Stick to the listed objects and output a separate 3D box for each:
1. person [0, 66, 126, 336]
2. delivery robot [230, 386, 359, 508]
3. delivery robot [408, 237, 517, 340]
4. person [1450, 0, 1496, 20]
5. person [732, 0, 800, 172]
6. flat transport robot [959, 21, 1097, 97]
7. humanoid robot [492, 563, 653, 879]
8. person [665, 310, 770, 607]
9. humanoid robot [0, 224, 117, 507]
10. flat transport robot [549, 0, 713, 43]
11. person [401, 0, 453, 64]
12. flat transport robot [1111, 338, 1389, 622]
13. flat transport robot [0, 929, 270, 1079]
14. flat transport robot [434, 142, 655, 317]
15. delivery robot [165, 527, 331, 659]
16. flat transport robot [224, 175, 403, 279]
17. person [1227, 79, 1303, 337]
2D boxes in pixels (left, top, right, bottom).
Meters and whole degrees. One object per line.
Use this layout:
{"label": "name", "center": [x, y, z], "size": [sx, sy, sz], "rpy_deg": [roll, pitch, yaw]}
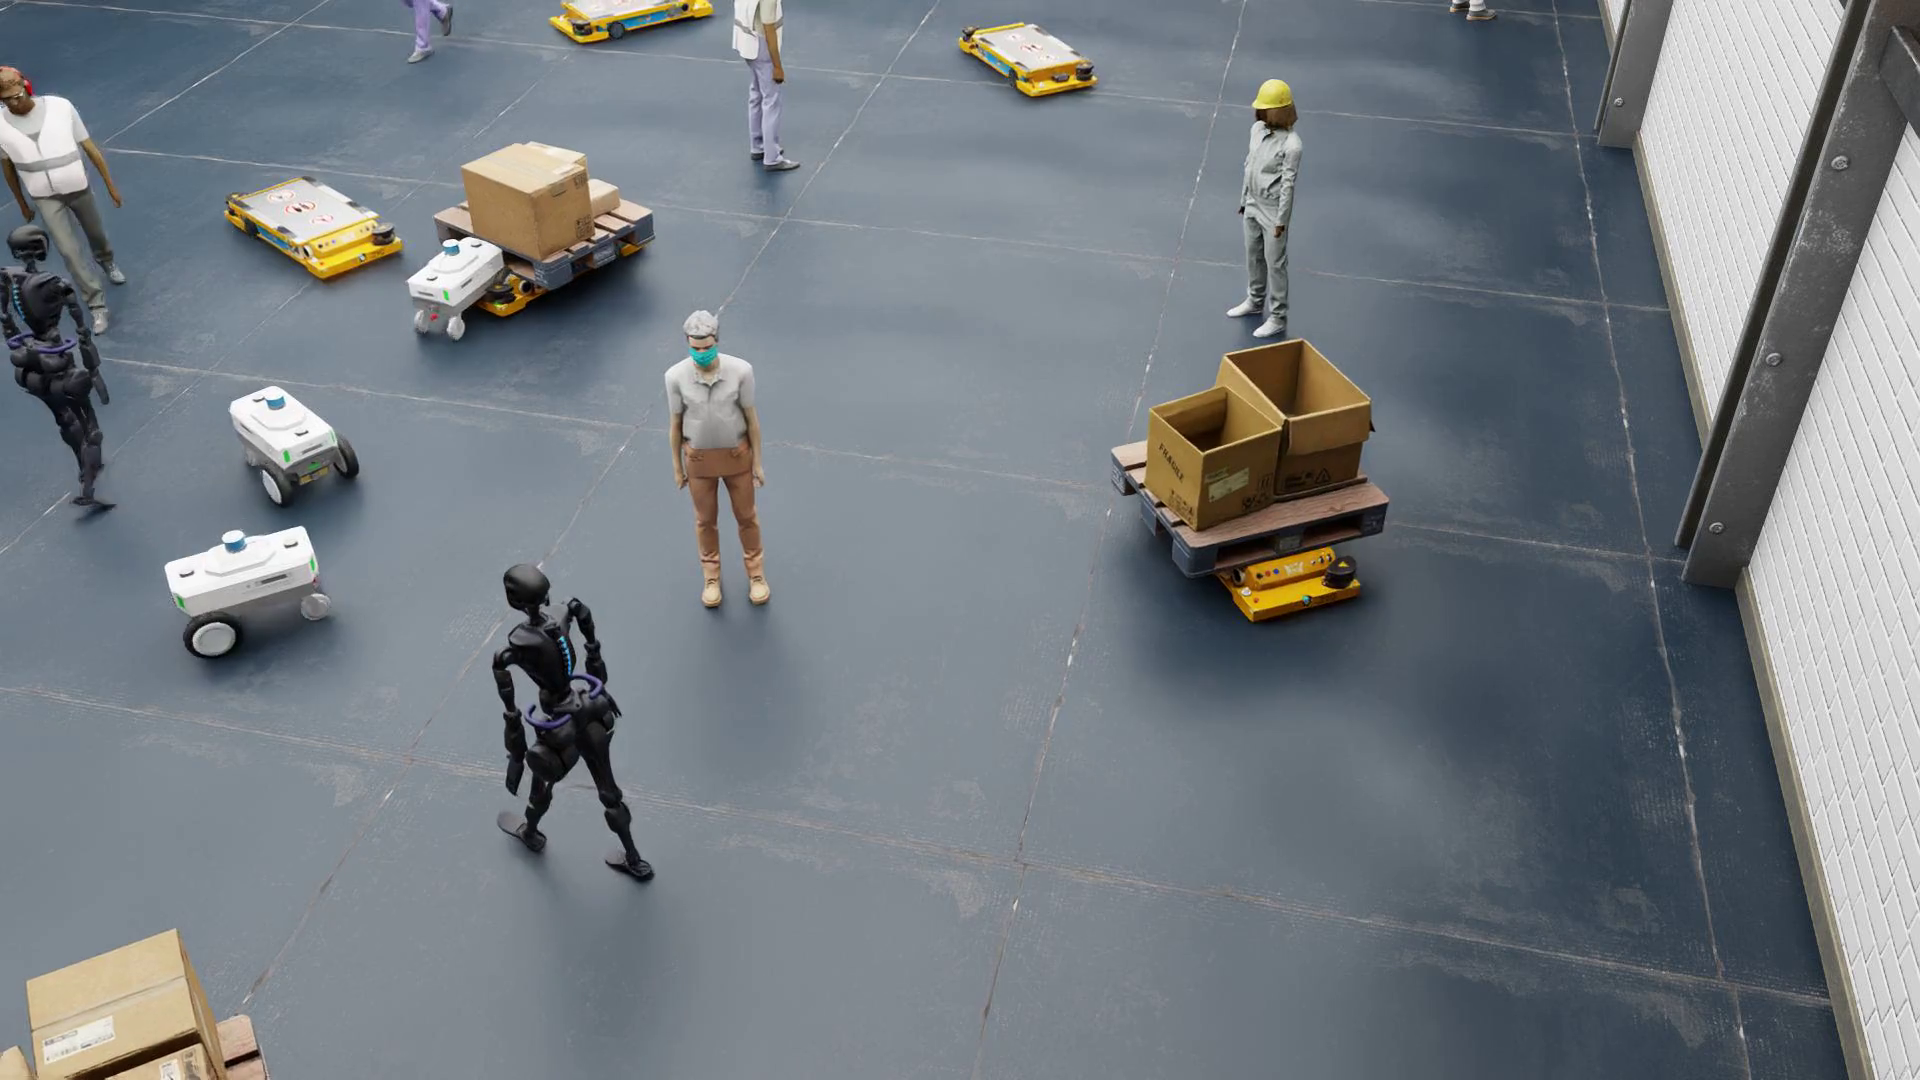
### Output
{"label": "person", "center": [-5.978, -2.350, 11.083], "size": [0.652, 1.801, 0.863], "rpy_deg": [-16, 40, -20]}
{"label": "delivery robot", "center": [-3.941, -0.580, 9.770], "size": [0.792, 0.611, 0.499], "rpy_deg": [31, 46, 34]}
{"label": "delivery robot", "center": [-3.408, -1.761, 11.352], "size": [0.499, 0.614, 0.812], "rpy_deg": [13, 39, 16]}
{"label": "person", "center": [5.005, -5.913, 15.785], "size": [0.356, 1.882, 0.573], "rpy_deg": [-15, 39, -19]}
{"label": "person", "center": [-1.554, -3.791, 12.984], "size": [0.393, 1.836, 0.574], "rpy_deg": [-17, 40, -22]}
{"label": "flat transport robot", "center": [0.601, -4.385, 15.086], "size": [0.659, 0.231, 1.431], "rpy_deg": [-17, 40, -22]}
{"label": "humanoid robot", "center": [-1.718, 0.757, 7.053], "size": [0.755, 1.626, 0.614], "rpy_deg": [21, 42, 25]}
{"label": "person", "center": [-1.245, -0.412, 8.542], "size": [0.460, 1.744, 0.316], "rpy_deg": [-5, 37, -7]}
{"label": "humanoid robot", "center": [-5.139, -0.952, 9.340], "size": [0.608, 1.646, 0.509], "rpy_deg": [9, 38, 12]}
{"label": "flat transport robot", "center": [-3.173, -5.111, 16.058], "size": [1.431, 0.231, 0.659], "rpy_deg": [-24, 43, -28]}
{"label": "person", "center": [-4.906, -5.282, 14.997], "size": [0.569, 1.820, 0.669], "rpy_deg": [19, 41, 23]}
{"label": "flat transport robot", "center": [1.599, -0.095, 9.346], "size": [0.659, 0.231, 1.431], "rpy_deg": [-13, 39, -16]}
{"label": "flat transport robot", "center": [-2.974, 2.489, 5.888], "size": [0.659, 0.231, 1.431], "rpy_deg": [-18, 40, -22]}
{"label": "flat transport robot", "center": [-2.962, -2.042, 11.952], "size": [0.659, 0.231, 1.431], "rpy_deg": [24, 43, 29]}
{"label": "delivery robot", "center": [-3.743, 0.233, 8.683], "size": [0.811, 0.613, 0.499], "rpy_deg": [-18, 40, -23]}
{"label": "flat transport robot", "center": [-4.828, -2.348, 12.360], "size": [1.431, 0.231, 0.659], "rpy_deg": [29, 46, 33]}
{"label": "person", "center": [2.010, -2.180, 10.913], "size": [0.336, 1.734, 0.481], "rpy_deg": [-18, 40, -23]}
